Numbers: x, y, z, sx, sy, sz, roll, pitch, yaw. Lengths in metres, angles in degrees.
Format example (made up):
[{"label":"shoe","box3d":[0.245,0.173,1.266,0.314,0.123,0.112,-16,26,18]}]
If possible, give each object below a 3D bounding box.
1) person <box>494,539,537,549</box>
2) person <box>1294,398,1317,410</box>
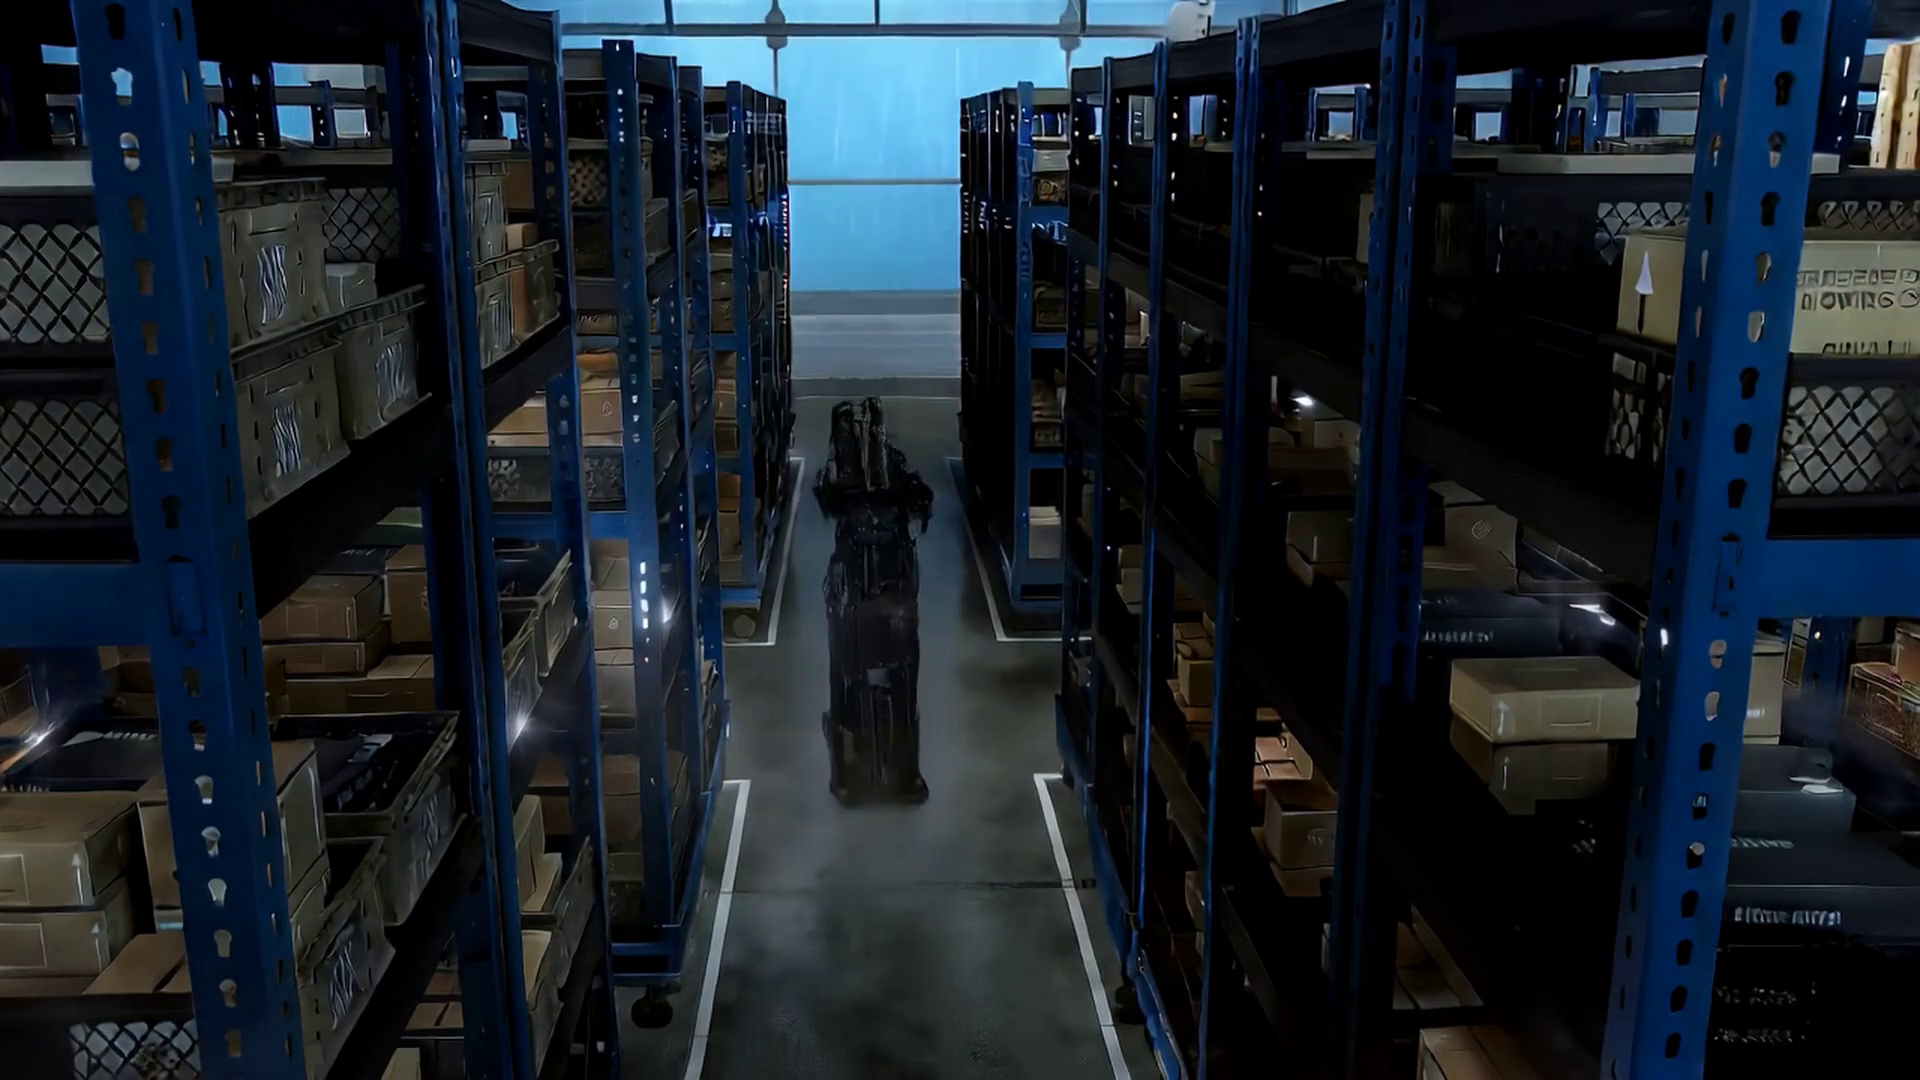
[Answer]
[{"label":"person","box3d":[-2.283,0.274,8.549,0.405,1.988,0.618,6,15,22]},{"label":"person","box3d":[1.930,0.087,9.619,0.590,1.833,0.404,-10,17,-35]}]
